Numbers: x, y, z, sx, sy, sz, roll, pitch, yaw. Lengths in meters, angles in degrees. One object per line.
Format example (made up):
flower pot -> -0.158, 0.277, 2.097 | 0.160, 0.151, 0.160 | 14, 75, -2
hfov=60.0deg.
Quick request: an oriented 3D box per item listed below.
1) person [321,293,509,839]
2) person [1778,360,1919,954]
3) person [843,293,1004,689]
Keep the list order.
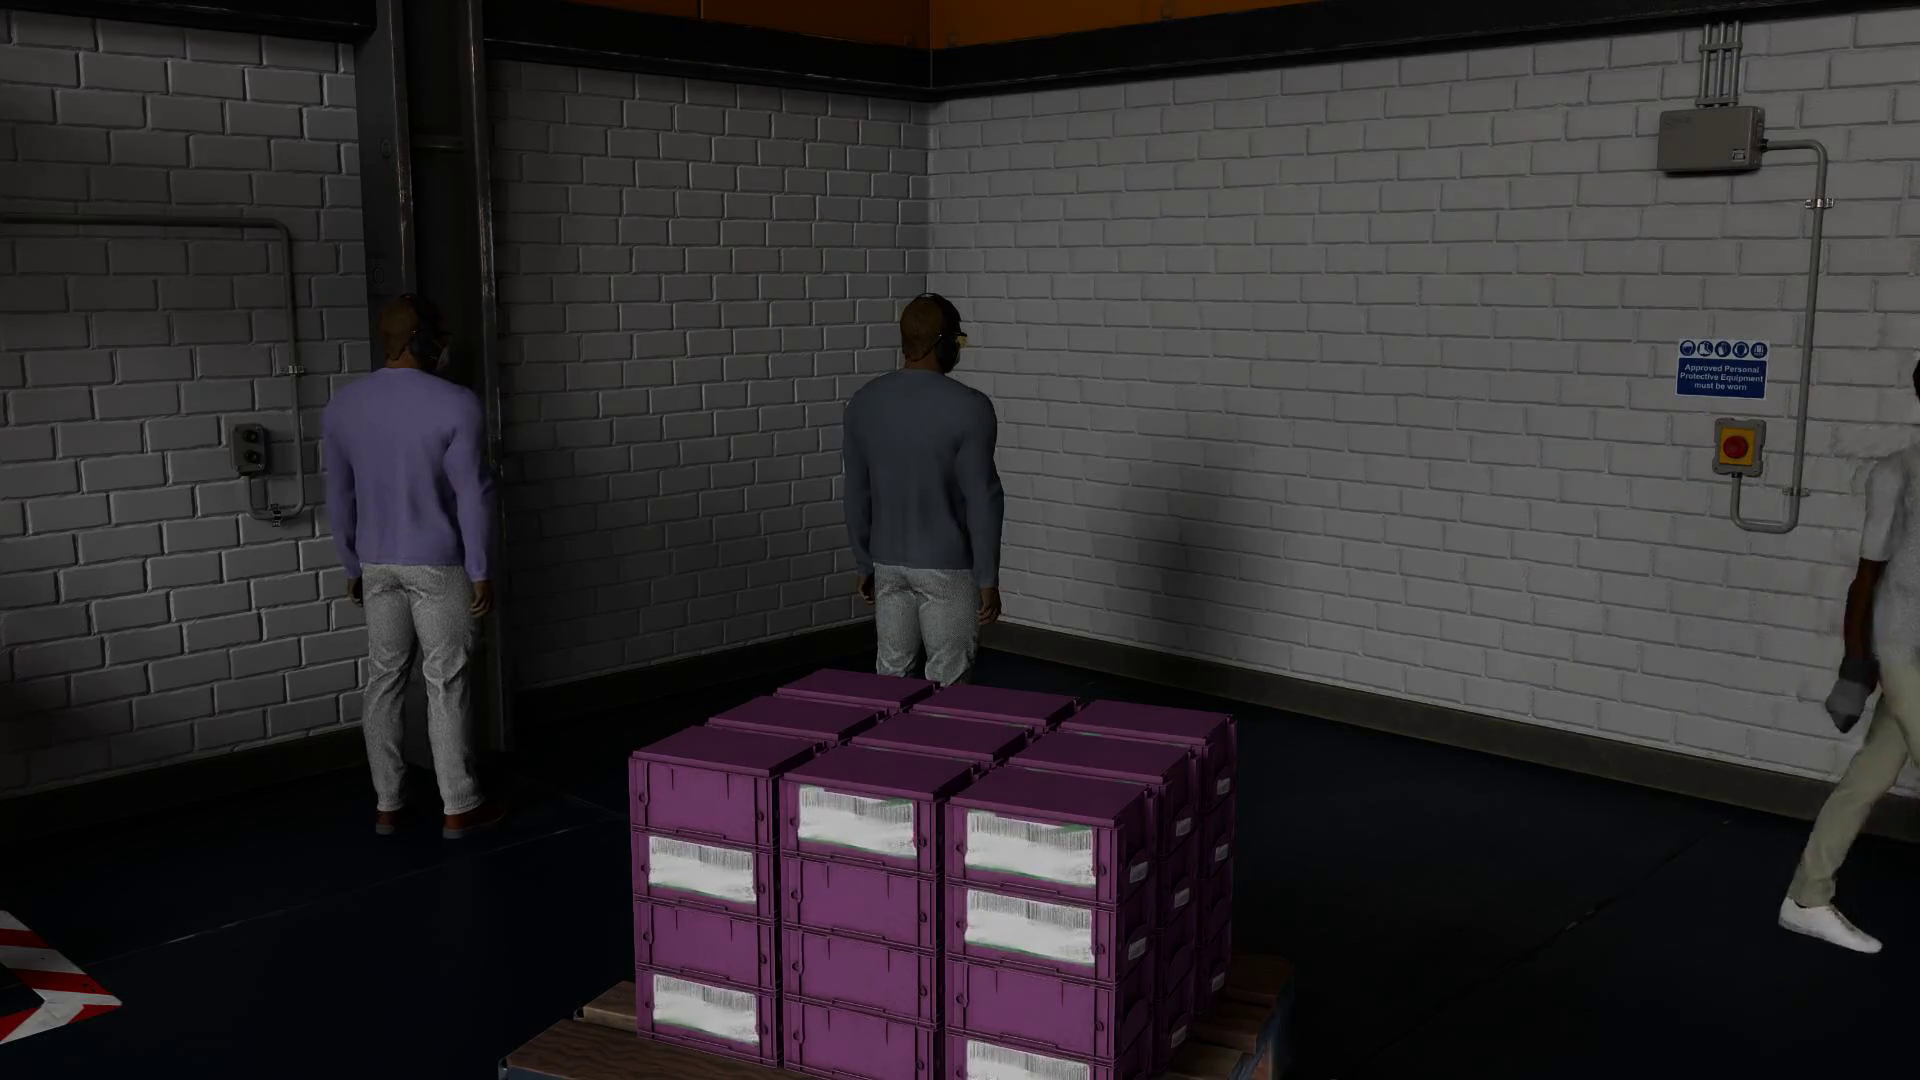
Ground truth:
person -> -1.937, 0.100, 5.919 | 0.628, 1.936, 0.374 | 2, 10, 15
person -> 2.791, 0.360, 4.658 | 0.544, 1.821, 0.948 | -6, 11, -35
person -> -0.119, 0.105, 5.878 | 0.637, 1.938, 0.355 | 6, 11, 34
